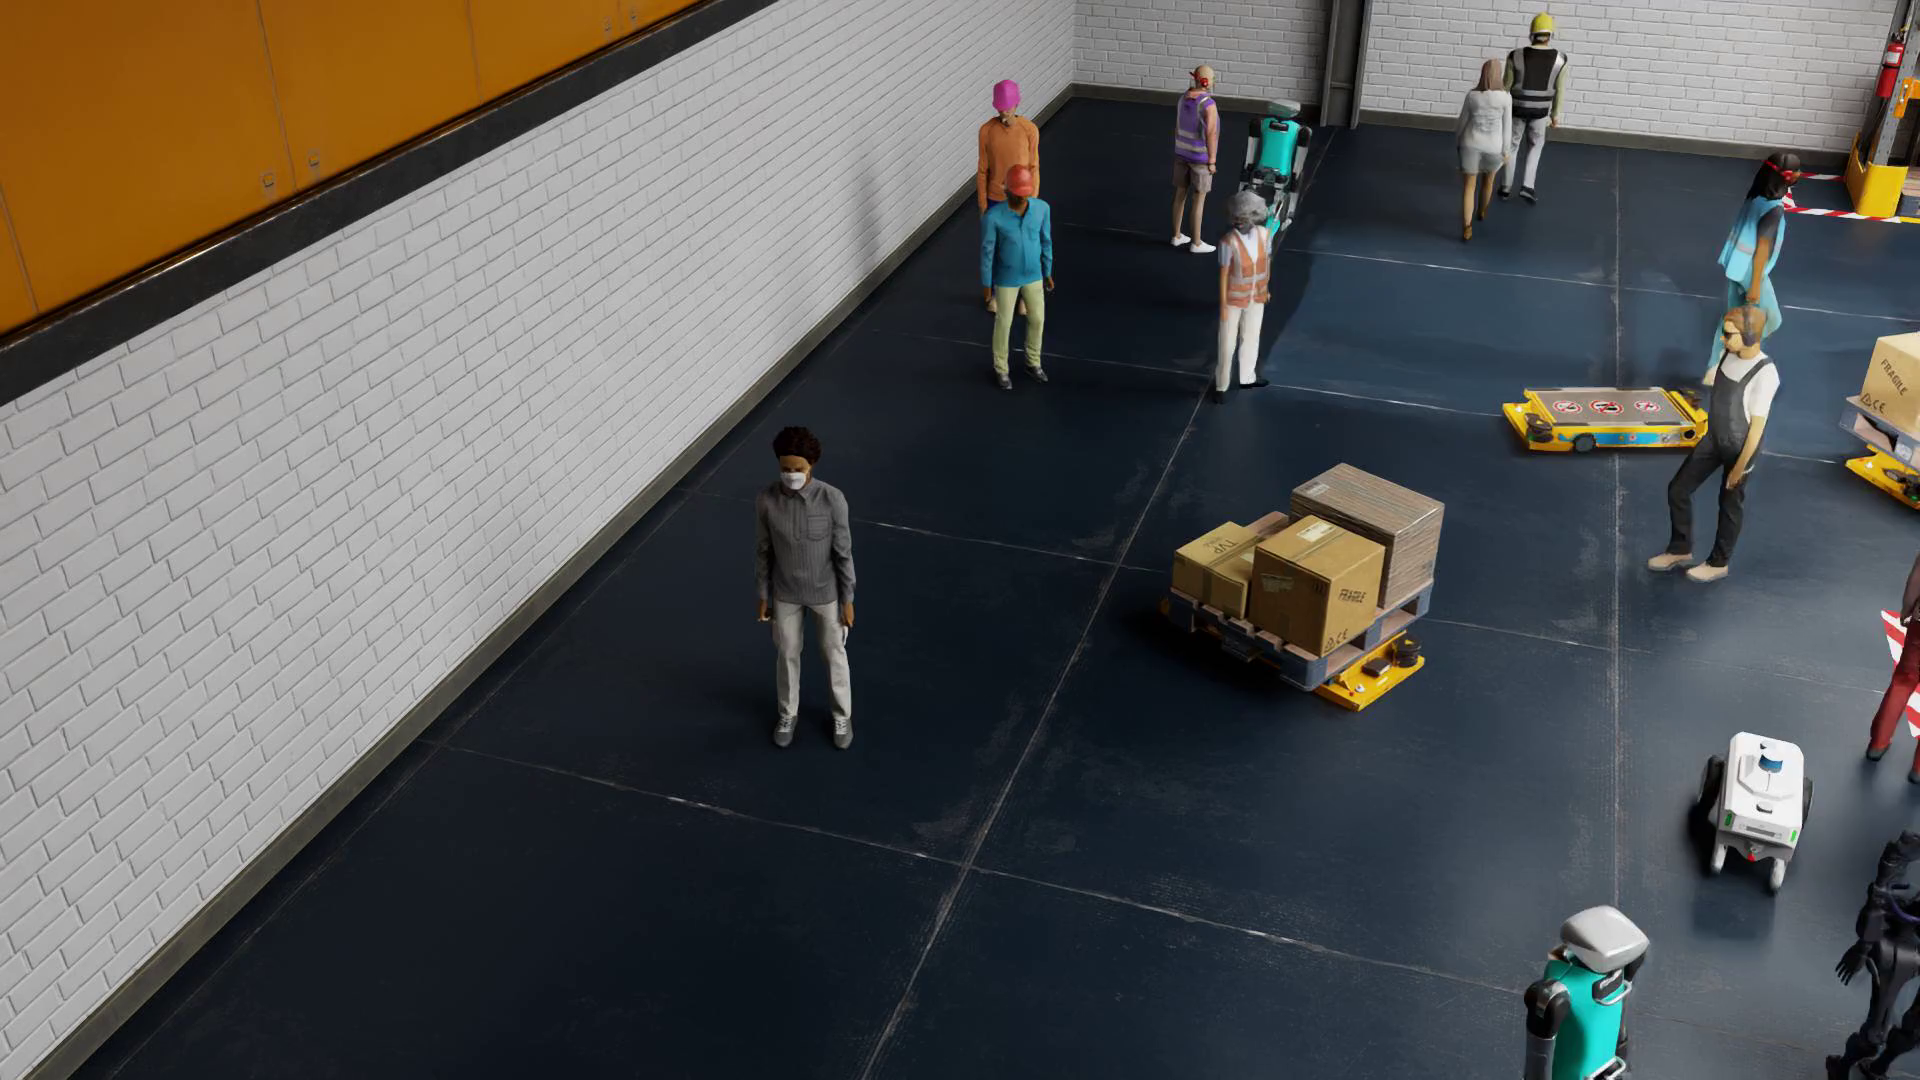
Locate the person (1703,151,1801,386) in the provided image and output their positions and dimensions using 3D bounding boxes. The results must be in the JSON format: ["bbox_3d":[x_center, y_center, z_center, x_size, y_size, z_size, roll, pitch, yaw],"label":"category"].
[{"bbox_3d":[5.937,-1.988,12.438,0.468,1.850,0.544,2,31,3],"label":"person"}]

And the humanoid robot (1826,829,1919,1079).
[{"bbox_3d":[3.809,1.585,6.543,0.612,1.652,0.311,3,31,6],"label":"humanoid robot"}]

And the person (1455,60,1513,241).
[{"bbox_3d":[4.877,-3.677,15.538,0.504,1.602,0.905,8,31,14],"label":"person"}]

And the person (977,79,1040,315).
[{"bbox_3d":[0.397,-2.835,13.775,0.519,1.972,0.405,3,31,6],"label":"person"}]

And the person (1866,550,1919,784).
[{"bbox_3d":[5.025,0.447,8.391,0.327,1.763,0.560,-19,35,-29],"label":"person"}]

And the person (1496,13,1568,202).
[{"bbox_3d":[5.548,-4.188,16.225,0.612,1.817,0.496,3,31,5],"label":"person"}]

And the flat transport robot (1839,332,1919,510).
[{"bbox_3d":[6.968,-0.521,11.512,1.431,0.231,0.659,-9,32,-14],"label":"flat transport robot"}]

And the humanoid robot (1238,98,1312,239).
[{"bbox_3d":[2.494,-2.689,13.797,0.552,1.805,0.780,15,34,24],"label":"humanoid robot"}]

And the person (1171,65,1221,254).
[{"bbox_3d":[2.128,-3.449,15.086,0.349,1.692,0.483,-20,36,-30],"label":"person"}]

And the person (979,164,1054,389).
[{"bbox_3d":[0.431,-1.998,12.572,0.584,1.744,0.355,-12,33,-20],"label":"person"}]

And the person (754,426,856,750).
[{"bbox_3d":[-0.790,0.247,8.611,0.533,1.889,0.382,4,31,6],"label":"person"}]

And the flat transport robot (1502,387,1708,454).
[{"bbox_3d":[4.767,-0.875,12.114,1.431,0.231,0.659,0,30,-1],"label":"flat transport robot"}]

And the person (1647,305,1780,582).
[{"bbox_3d":[4.563,-0.538,10.014,0.629,1.810,0.534,-8,31,-13],"label":"person"}]

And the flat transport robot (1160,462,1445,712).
[{"bbox_3d":[1.934,0.513,9.753,0.659,0.231,1.431,-26,39,-37],"label":"flat transport robot"}]

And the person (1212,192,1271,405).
[{"bbox_3d":[2.162,-1.802,12.315,0.641,1.662,0.360,-15,33,-23],"label":"person"}]

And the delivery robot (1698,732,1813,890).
[{"bbox_3d":[3.930,1.280,8.185,0.499,0.614,0.791,13,33,21],"label":"delivery robot"}]

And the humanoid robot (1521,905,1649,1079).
[{"bbox_3d":[2.212,2.155,5.605,0.545,1.886,0.816,-21,36,-31],"label":"humanoid robot"}]
